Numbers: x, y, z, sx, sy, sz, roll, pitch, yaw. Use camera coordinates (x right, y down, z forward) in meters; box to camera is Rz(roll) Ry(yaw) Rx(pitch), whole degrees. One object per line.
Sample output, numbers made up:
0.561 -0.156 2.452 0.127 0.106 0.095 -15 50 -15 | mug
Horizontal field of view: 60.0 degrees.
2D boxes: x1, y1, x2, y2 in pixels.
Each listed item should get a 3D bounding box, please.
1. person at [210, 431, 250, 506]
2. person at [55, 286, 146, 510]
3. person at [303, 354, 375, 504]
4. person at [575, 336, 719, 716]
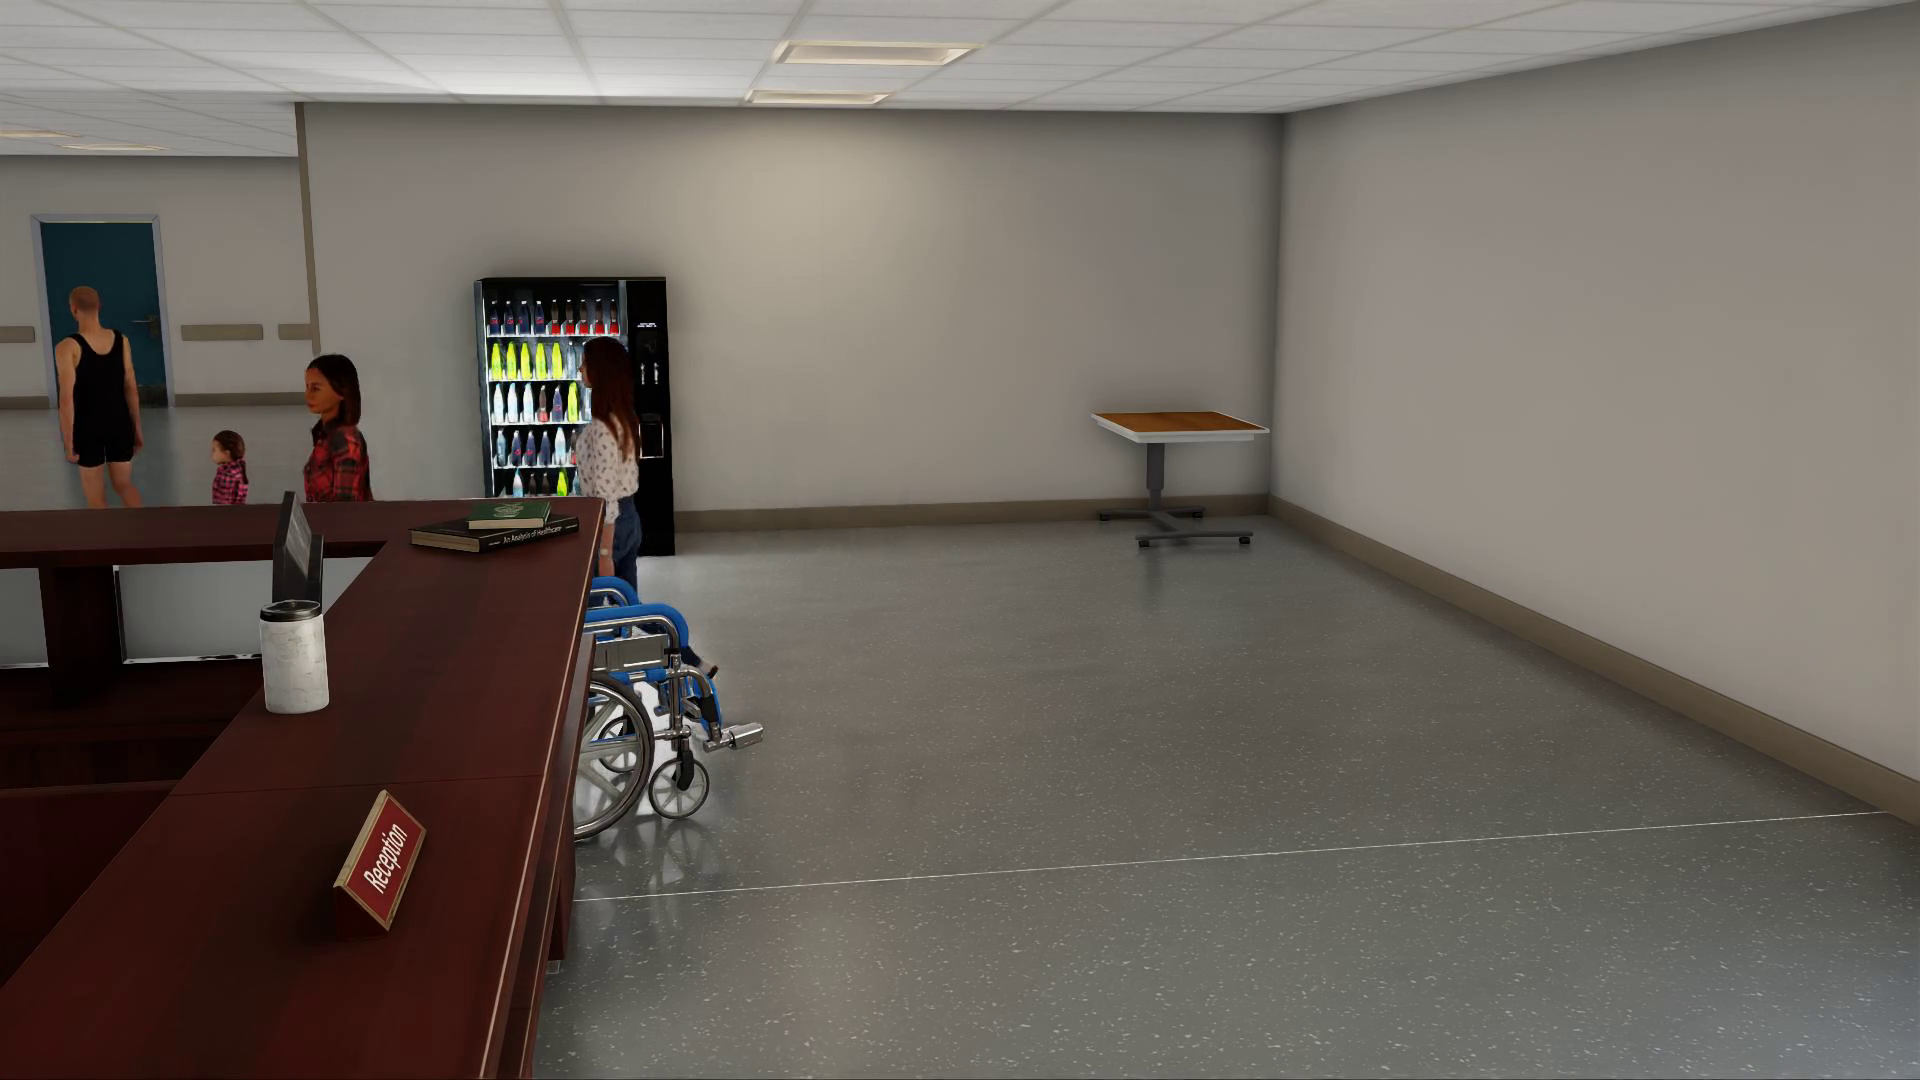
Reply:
-4.162 -0.118 9.647 0.747 1.006 0.491 -4 11 -19 | person
-5.340 -0.677 10.456 0.970 1.803 0.909 7 13 33 | person
-2.394 0.090 6.747 0.787 1.679 0.741 -5 12 -26 | person
-1.445 -0.014 7.214 1.062 1.710 0.772 1 11 4 | person
